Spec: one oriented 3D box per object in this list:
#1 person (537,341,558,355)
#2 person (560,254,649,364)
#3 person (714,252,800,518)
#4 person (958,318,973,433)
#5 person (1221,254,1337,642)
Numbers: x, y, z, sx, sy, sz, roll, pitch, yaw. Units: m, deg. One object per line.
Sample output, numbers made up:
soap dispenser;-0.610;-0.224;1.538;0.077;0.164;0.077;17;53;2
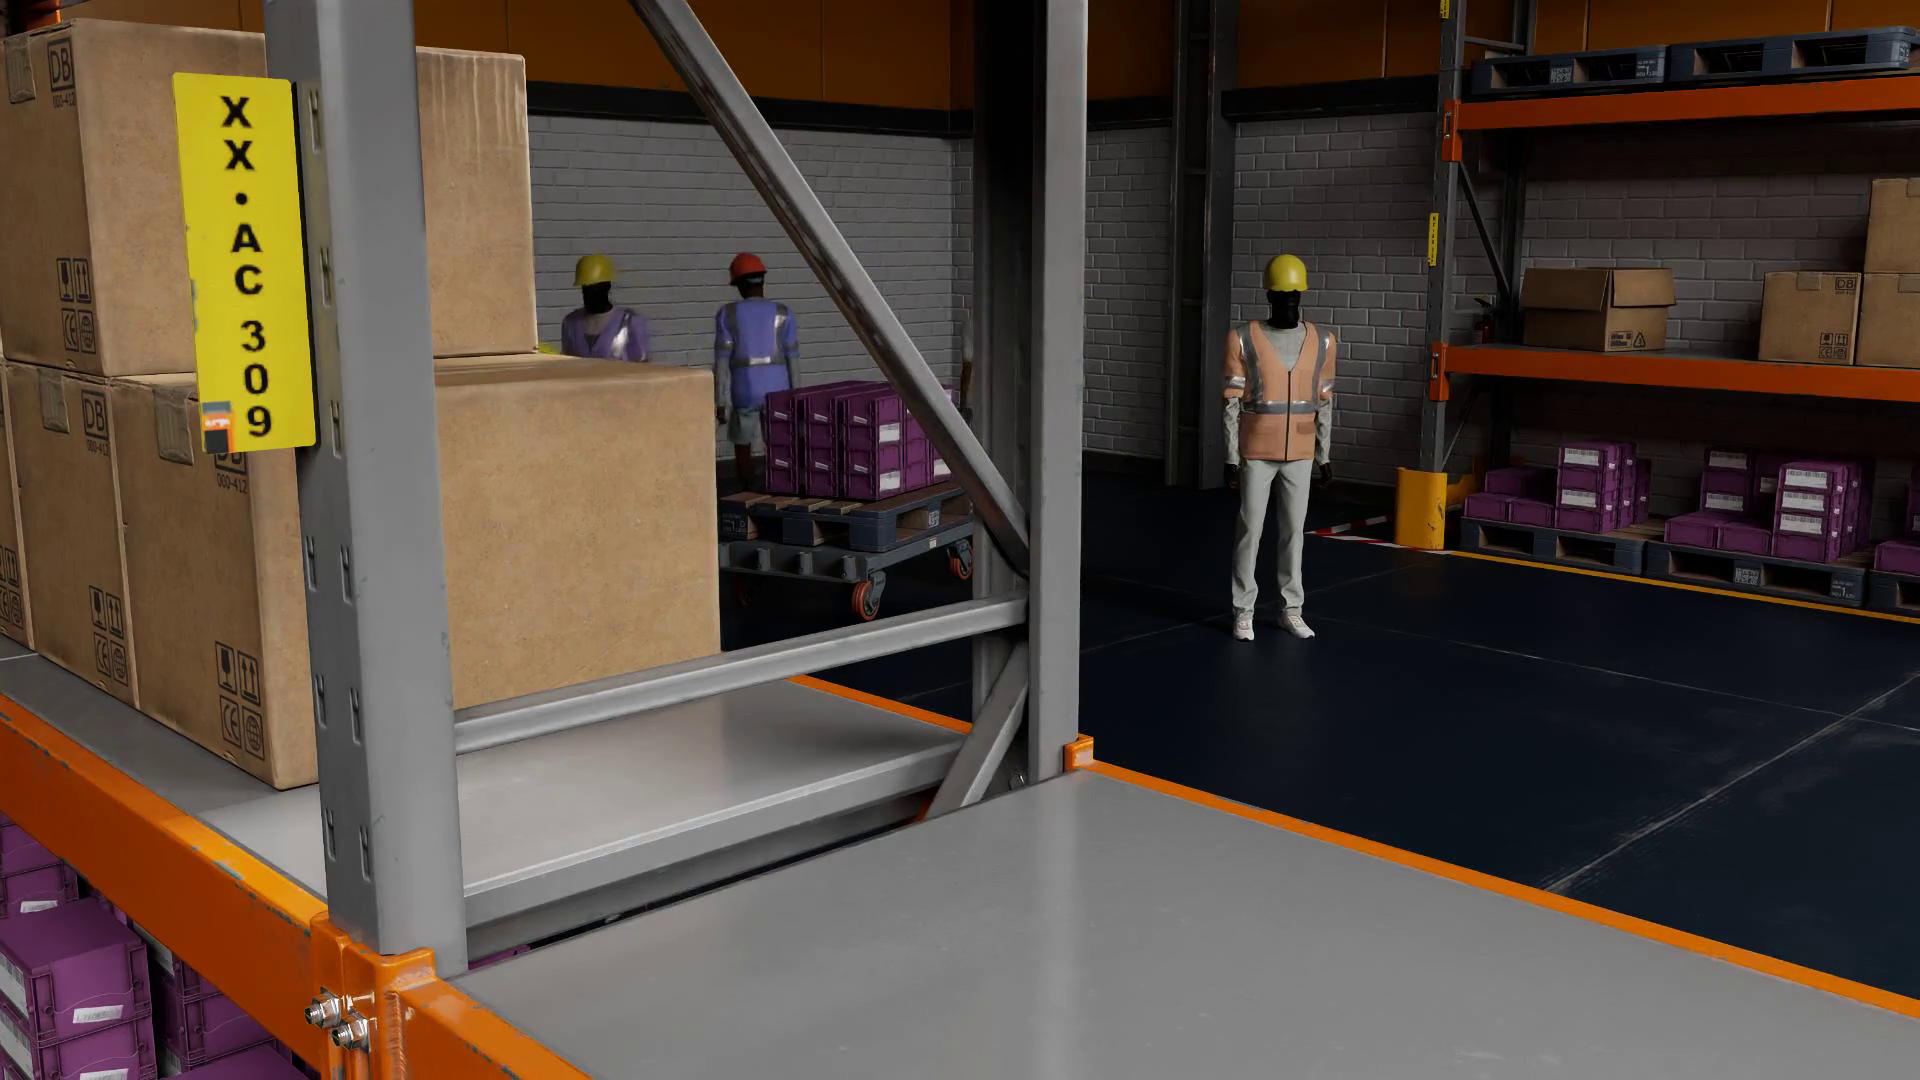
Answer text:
person;-1.172;0.277;4.886;0.626;1.723;0.497;8;13;36
person;-2.235;-0.804;10.284;0.599;1.906;0.561;5;11;24
person;-1.361;-0.974;11.210;0.582;1.907;0.448;-2;11;-12
person;0.238;-0.842;10.789;0.513;1.811;0.970;-1;10;-4
person;1.591;-0.452;8.320;0.587;1.928;0.363;-2;11;-9
